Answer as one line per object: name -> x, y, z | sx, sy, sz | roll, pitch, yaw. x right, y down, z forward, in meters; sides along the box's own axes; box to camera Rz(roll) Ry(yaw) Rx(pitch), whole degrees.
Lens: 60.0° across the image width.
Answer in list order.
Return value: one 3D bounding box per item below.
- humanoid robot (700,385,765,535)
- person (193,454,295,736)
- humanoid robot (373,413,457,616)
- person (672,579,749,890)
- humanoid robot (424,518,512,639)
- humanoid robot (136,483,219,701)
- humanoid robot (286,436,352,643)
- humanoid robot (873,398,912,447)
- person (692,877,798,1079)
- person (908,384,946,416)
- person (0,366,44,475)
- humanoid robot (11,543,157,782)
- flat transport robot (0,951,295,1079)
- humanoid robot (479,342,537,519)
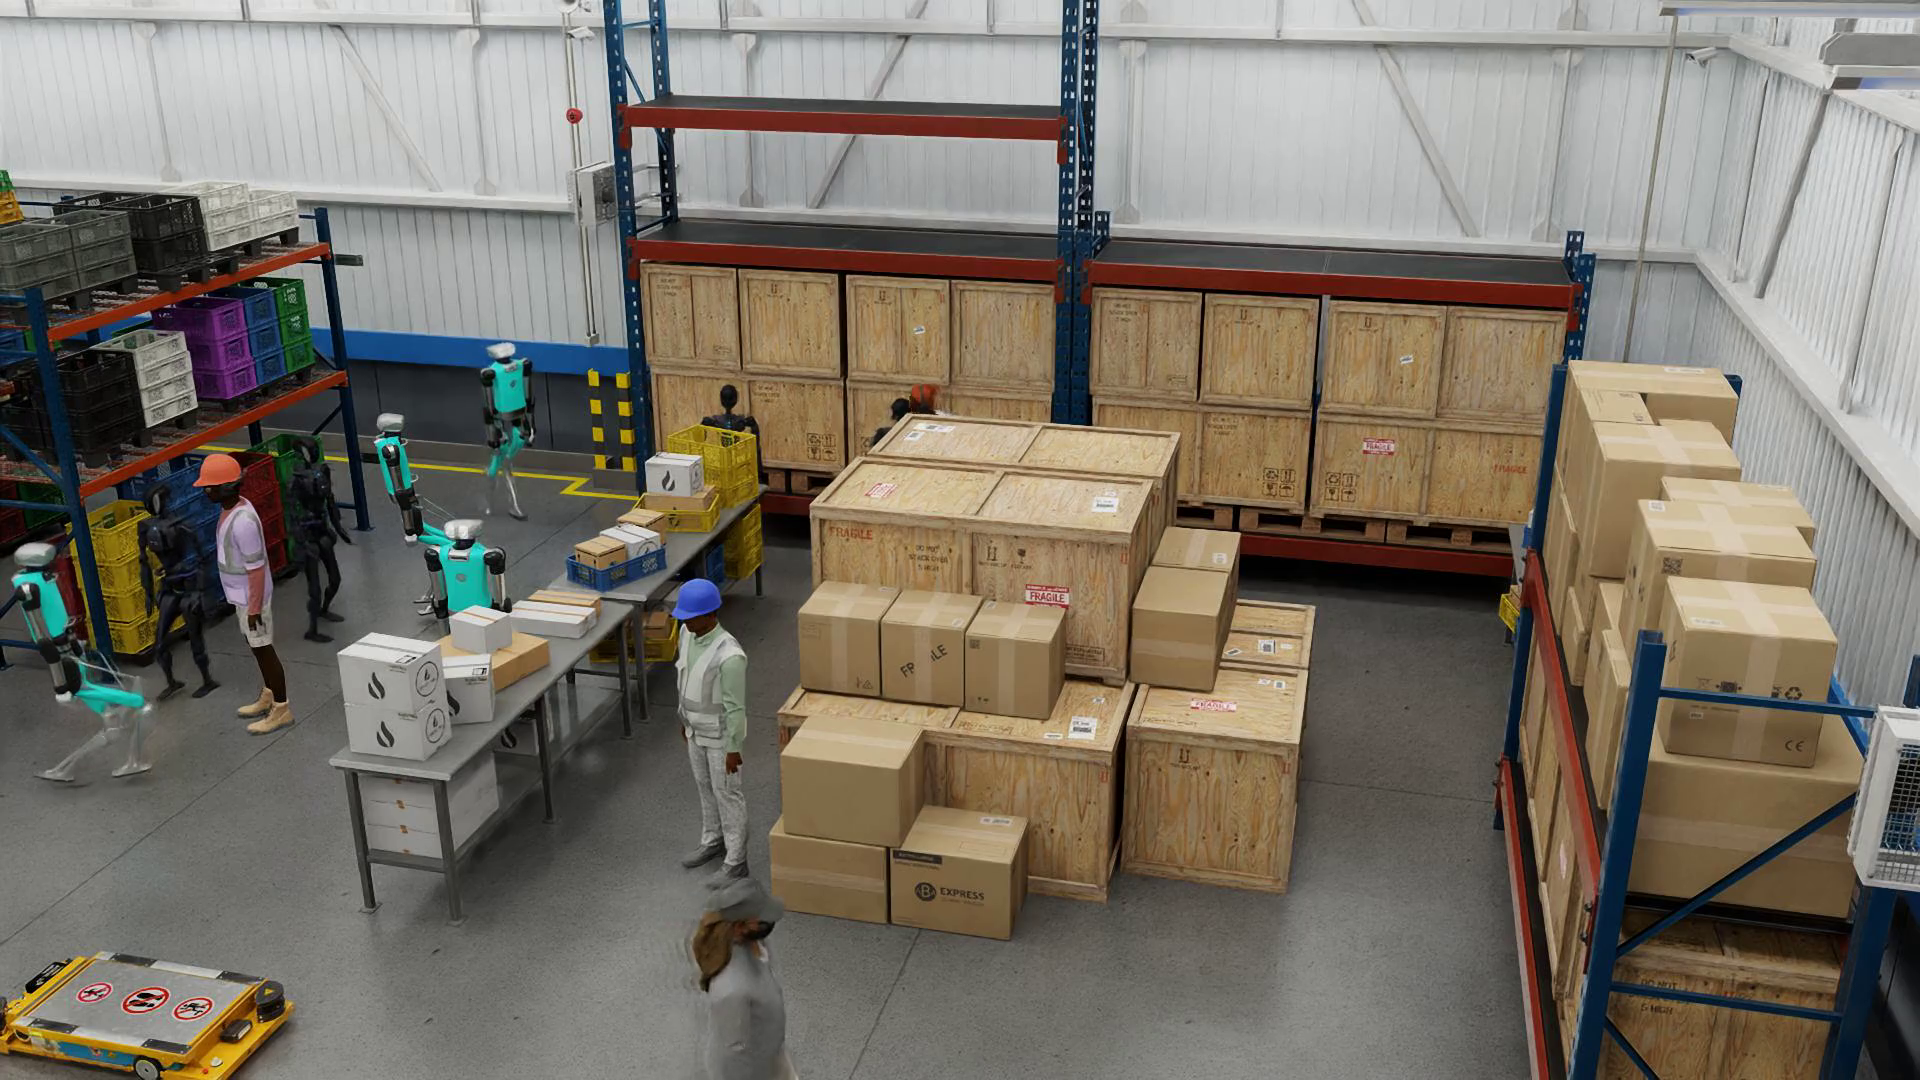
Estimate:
humanoid robot -> -2.009, -0.528, 14.452 | 0.606, 1.638, 0.396 | -5, 21, -13
person -> -4.991, 0.376, 11.580 | 0.391, 2.041, 0.612 | -12, 24, -29
humanoid robot -> -4.264, -0.230, 13.402 | 0.735, 1.677, 0.533 | -8, 22, -19
person -> -1.464, 1.119, 9.787 | 0.407, 1.939, 0.601 | -16, 26, -35
humanoid robot -> -3.219, 0.570, 11.310 | 0.533, 1.677, 0.735 | 2, 21, 5
humanoid robot -> -5.678, 0.401, 12.037 | 0.611, 1.647, 0.467 | 6, 22, 15
humanoid robot -> -5.142, -0.045, 13.205 | 0.405, 1.640, 0.596 | 5, 21, 12
humanoid robot -> -0.525, -0.382, 14.100 | 0.589, 1.639, 0.437 | 9, 23, 22
person -> -0.905, 2.213, 7.164 | 0.428, 1.755, 0.585 | 1, 21, 2
person -> -0.064, -0.432, 13.982 | 0.822, 1.842, 0.591 | 4, 21, 11
person -> -9.551, -1.431, 16.649 | 0.658, 1.802, 0.482 | -6, 22, -15
humanoid robot -> -5.642, 0.828, 10.806 | 0.965, 1.744, 0.539 | -7, 22, -17
flat transport robot -> -4.270, 2.464, 8.601 | 1.431, 0.231, 0.659 | 5, 22, 13
humanoid robot -> -4.349, -0.973, 15.684 | 0.756, 1.896, 0.545 | 18, 27, 39
